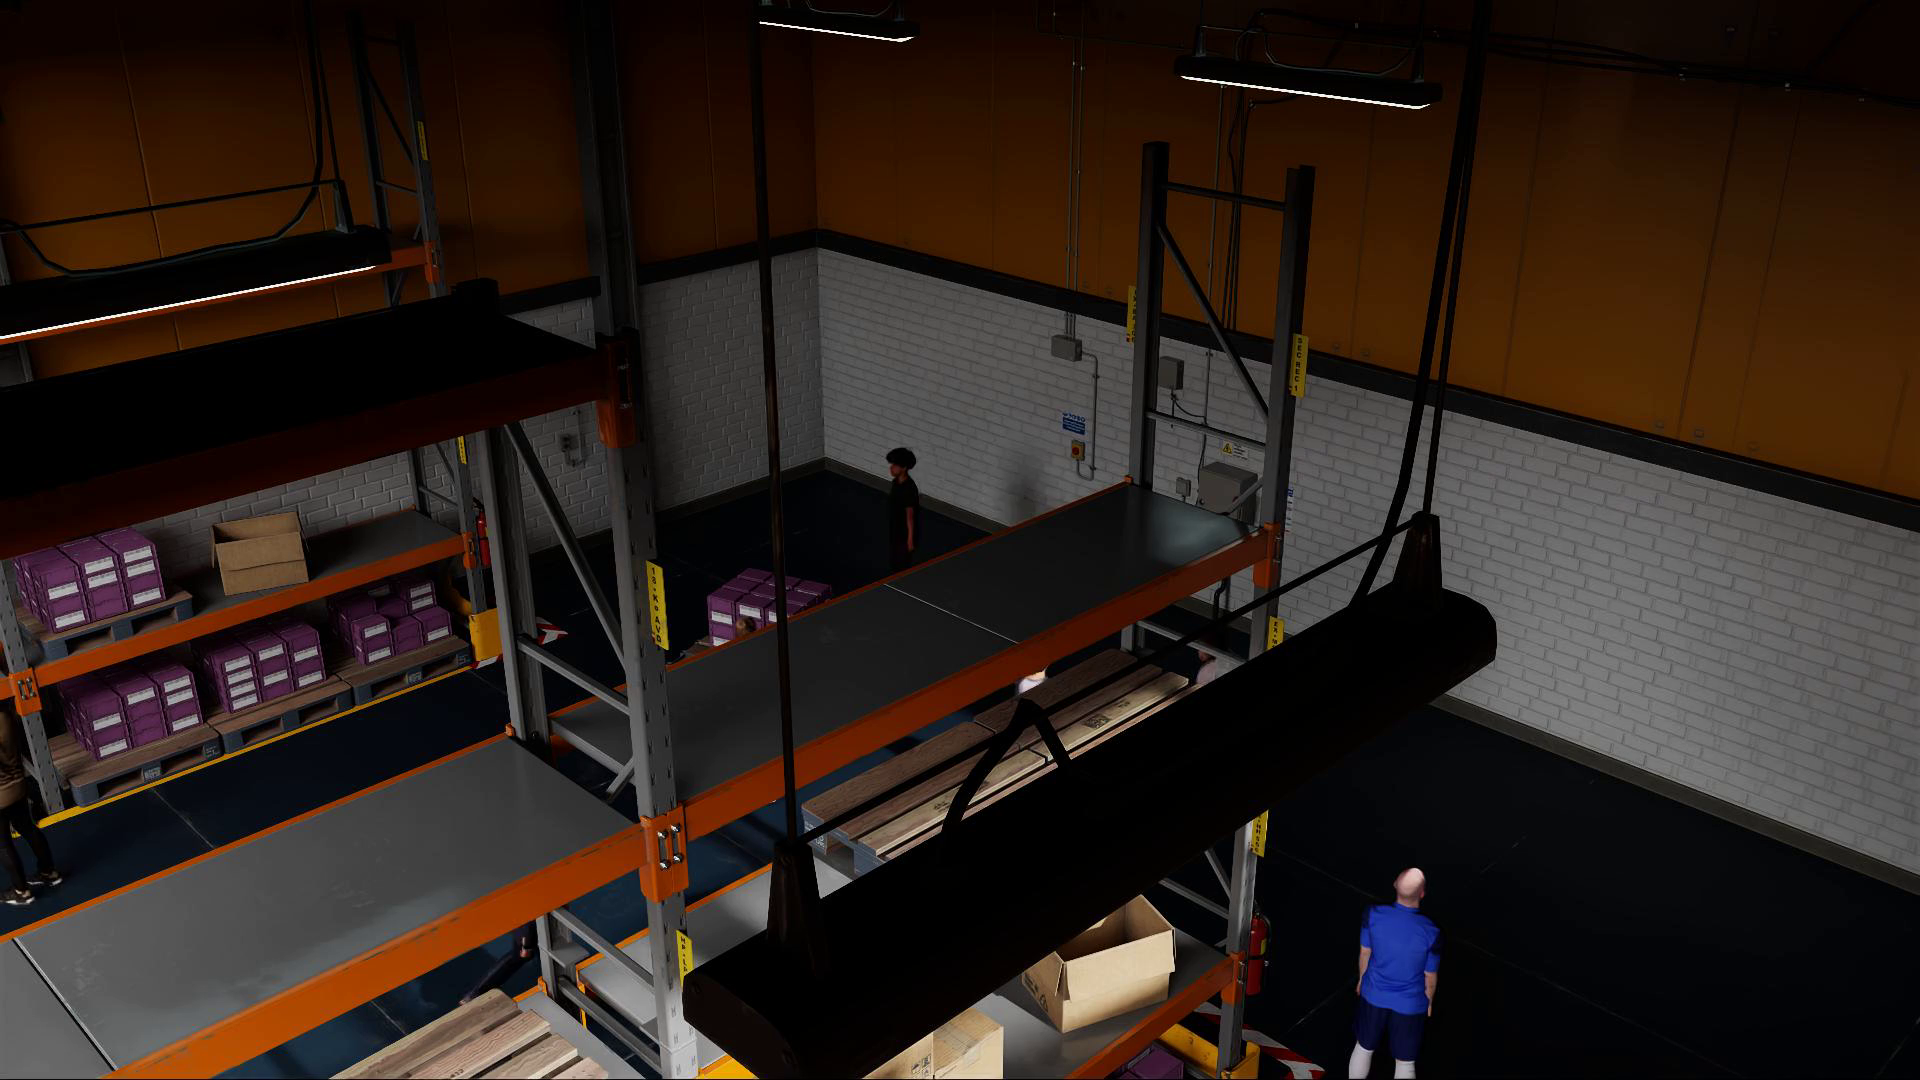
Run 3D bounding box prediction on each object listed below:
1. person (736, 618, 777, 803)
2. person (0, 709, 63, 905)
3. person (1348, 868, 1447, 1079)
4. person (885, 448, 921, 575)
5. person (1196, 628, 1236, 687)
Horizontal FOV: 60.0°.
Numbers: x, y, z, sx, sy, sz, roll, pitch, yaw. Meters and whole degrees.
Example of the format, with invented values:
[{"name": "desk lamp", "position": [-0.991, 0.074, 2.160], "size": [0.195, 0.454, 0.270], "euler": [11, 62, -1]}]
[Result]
[{"name": "person", "position": [-1.716, 1.390, 13.641], "size": [0.683, 1.702, 0.613], "euler": [11, 26, 24]}, {"name": "person", "position": [-7.103, 1.873, 12.353], "size": [0.844, 1.850, 0.742], "euler": [7, 24, 15]}, {"name": "person", "position": [2.662, 2.811, 10.222], "size": [0.725, 1.838, 0.662], "euler": [13, 27, 26]}, {"name": "person", "position": [-0.503, -0.113, 16.998], "size": [0.913, 1.769, 0.802], "euler": [-8, 25, -18]}, {"name": "person", "position": [2.129, 1.443, 13.576], "size": [0.977, 1.657, 0.732], "euler": [13, 27, 28]}]
